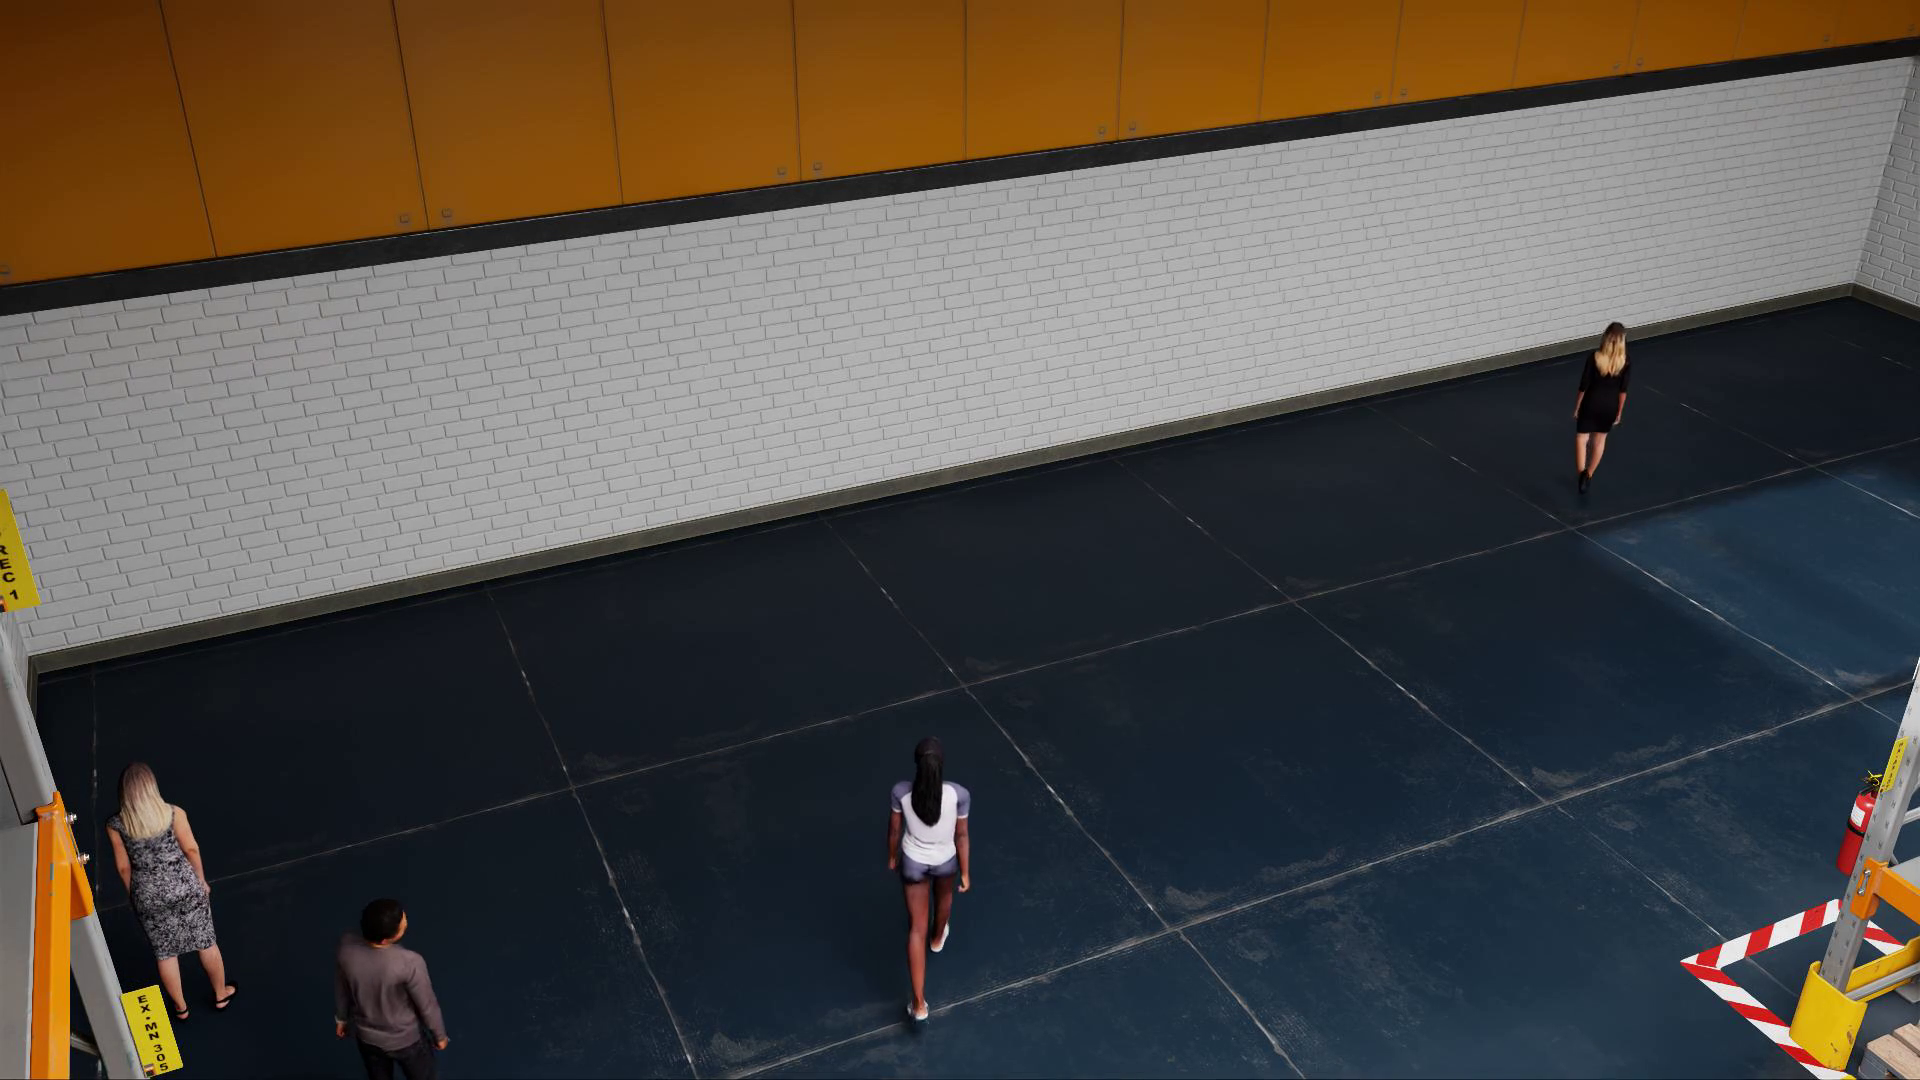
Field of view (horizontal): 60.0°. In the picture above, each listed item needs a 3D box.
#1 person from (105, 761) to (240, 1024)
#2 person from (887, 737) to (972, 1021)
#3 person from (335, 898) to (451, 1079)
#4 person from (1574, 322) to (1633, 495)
[{"bbox_3d":[-4.428,1.972,9.278,0.589,1.703,0.520,-9,30,-17],"label":"person"},{"bbox_3d":[-0.187,1.914,9.405,0.994,1.683,1.276,0,29,1],"label":"person"},{"bbox_3d":[-2.891,2.470,8.324,0.776,1.742,0.771,-11,30,-19],"label":"person"},{"bbox_3d":[5.773,-1.139,15.021,0.872,1.664,0.967,7,29,13],"label":"person"}]
